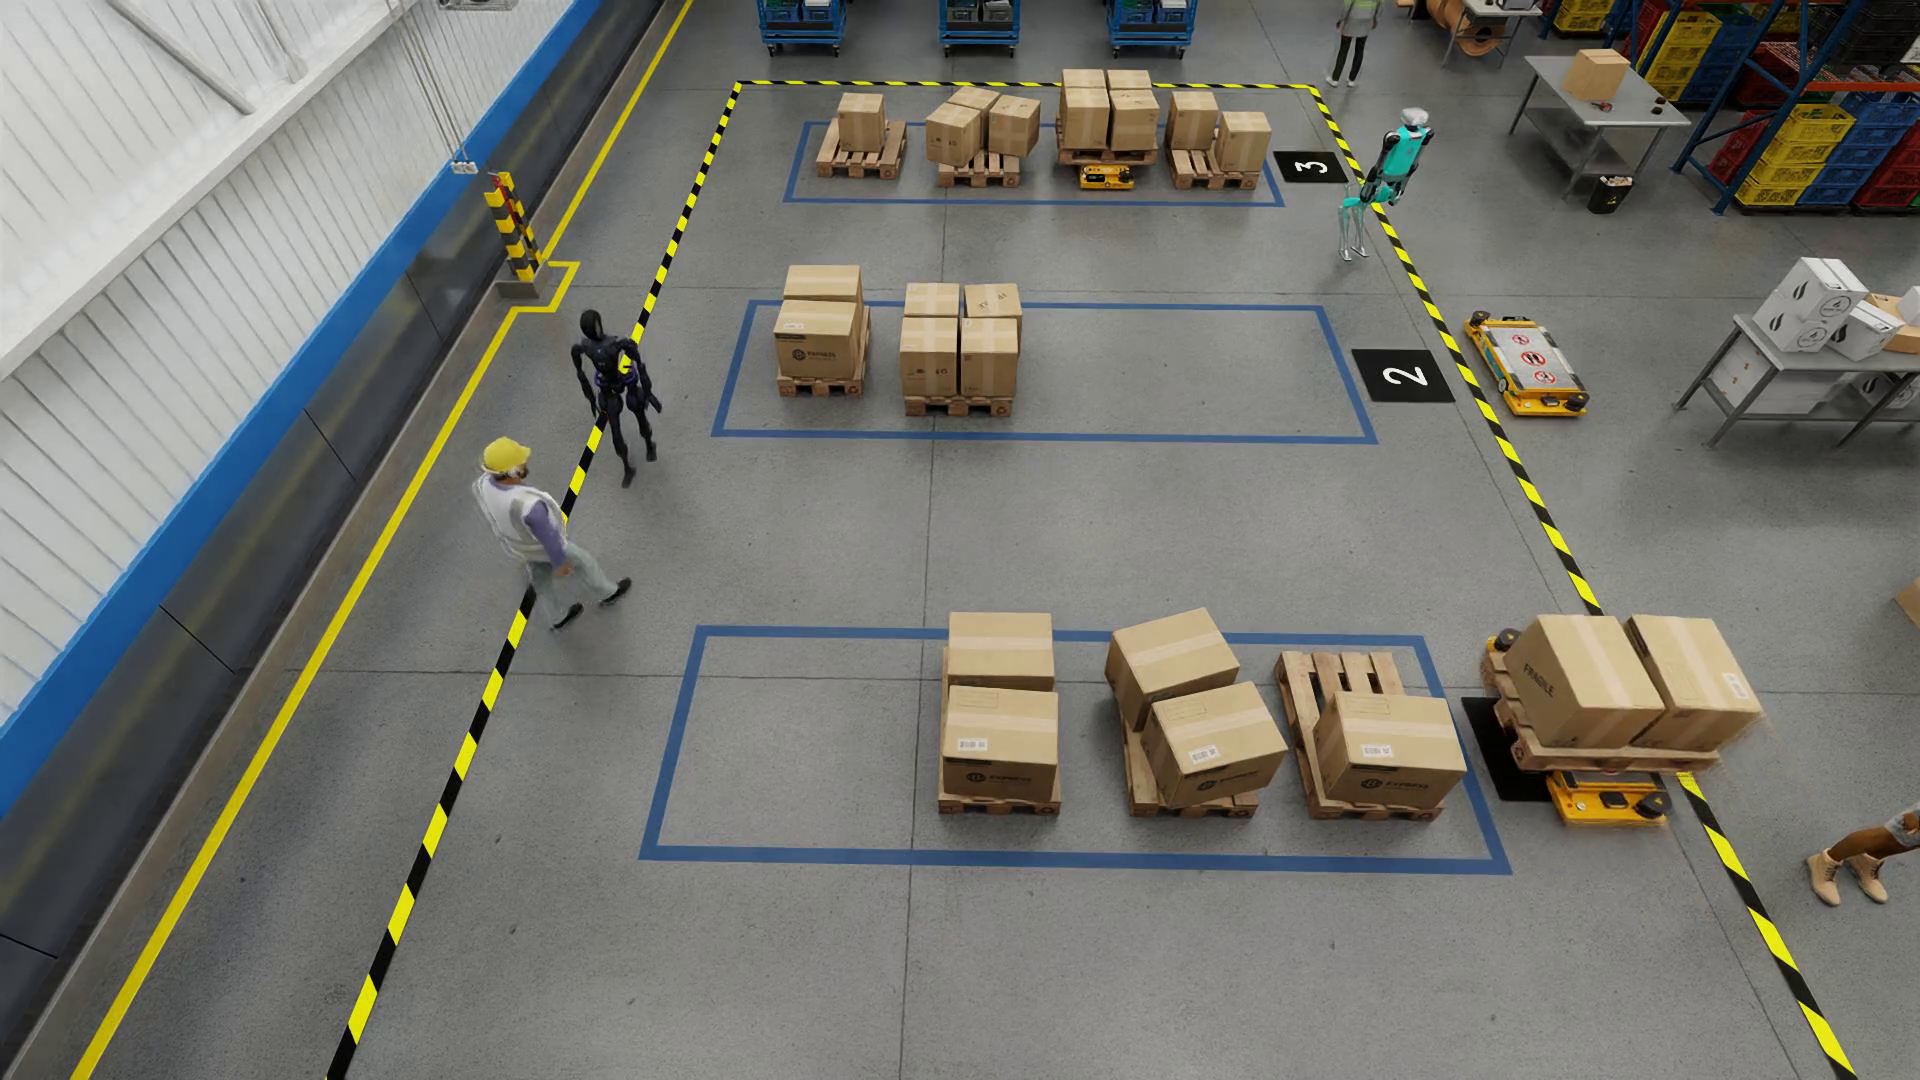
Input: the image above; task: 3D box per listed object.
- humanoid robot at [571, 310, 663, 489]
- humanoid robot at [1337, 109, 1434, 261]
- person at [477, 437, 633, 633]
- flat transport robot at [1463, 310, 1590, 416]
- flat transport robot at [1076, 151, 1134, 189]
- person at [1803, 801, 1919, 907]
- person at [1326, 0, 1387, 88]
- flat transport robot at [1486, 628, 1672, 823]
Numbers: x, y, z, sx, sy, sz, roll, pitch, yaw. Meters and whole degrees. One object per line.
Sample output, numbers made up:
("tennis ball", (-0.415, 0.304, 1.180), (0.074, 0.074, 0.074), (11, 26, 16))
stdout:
("humanoid robot", (-2.822, -1.187, 7.641), (0.589, 1.636, 0.641), (-7, 50, -6))
("humanoid robot", (4.431, -3.847, 9.800), (0.533, 1.681, 0.735), (-13, 50, -11))
("person", (-2.924, -0.083, 6.585), (0.619, 1.803, 0.776), (25, 53, 20))
("flat transport robot", (5.573, -1.757, 9.054), (0.659, 0.231, 1.431), (1, 49, 1))
("flat transport robot", (1.845, -4.982, 11.827), (0.652, 0.197, 1.431), (1, 49, 1))
("person", (5.612, 1.527, 5.048), (0.609, 2.030, 0.403), (0, 49, 0))
("person", (5.599, -7.351, 12.848), (0.595, 1.850, 0.398), (1, 49, 1))
("flat transport robot", (4.304, 1.259, 6.425), (0.652, 0.197, 1.431), (1, 49, 1))
